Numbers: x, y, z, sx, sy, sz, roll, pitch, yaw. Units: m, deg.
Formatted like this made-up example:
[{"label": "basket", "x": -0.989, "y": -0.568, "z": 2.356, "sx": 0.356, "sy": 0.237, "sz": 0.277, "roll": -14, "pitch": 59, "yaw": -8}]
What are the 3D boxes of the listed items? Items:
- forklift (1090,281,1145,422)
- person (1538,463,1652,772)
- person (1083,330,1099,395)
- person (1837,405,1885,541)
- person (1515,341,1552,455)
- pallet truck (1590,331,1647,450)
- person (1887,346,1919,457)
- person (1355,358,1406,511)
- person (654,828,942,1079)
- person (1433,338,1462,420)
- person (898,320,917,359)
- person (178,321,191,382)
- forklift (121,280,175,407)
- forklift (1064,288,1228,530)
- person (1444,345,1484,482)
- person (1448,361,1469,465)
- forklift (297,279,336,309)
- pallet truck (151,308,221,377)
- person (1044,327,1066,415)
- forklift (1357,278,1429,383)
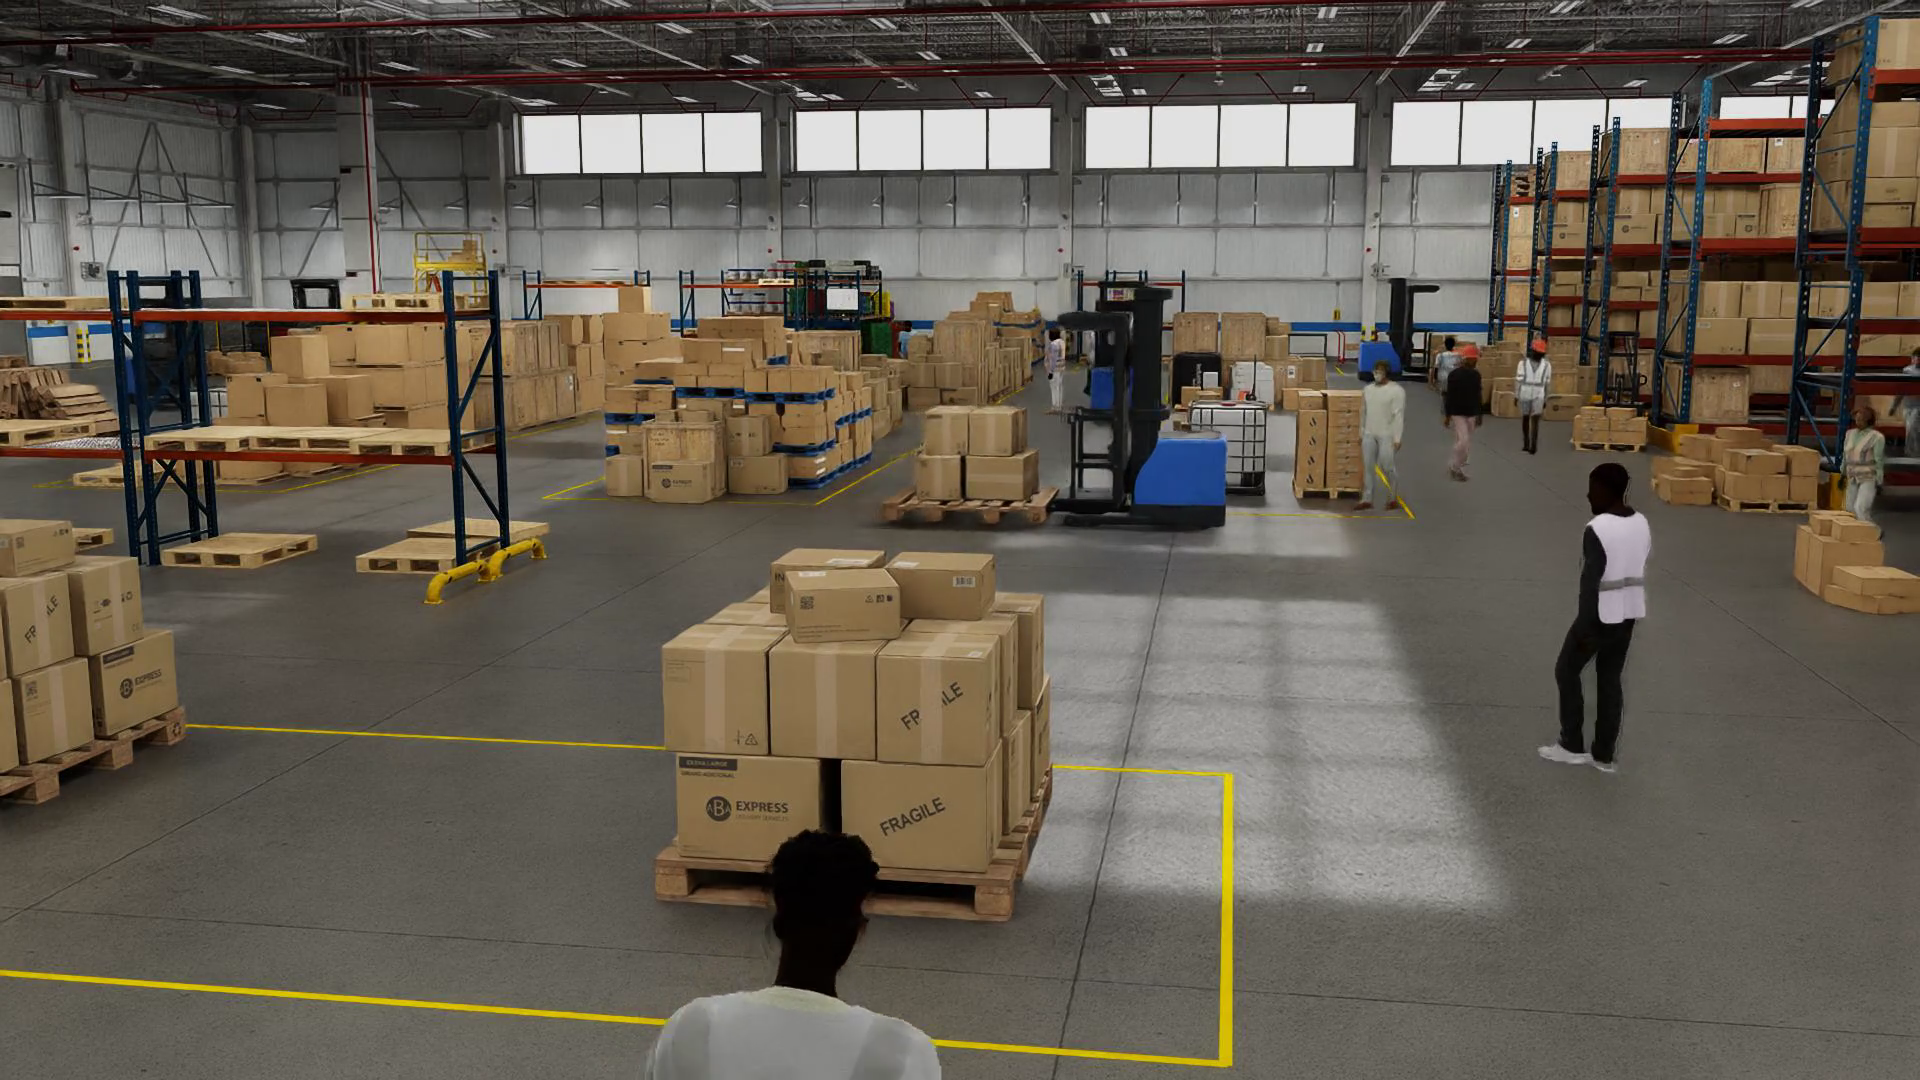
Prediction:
[{"label": "forklift", "x": 3.223, "y": -3.805, "z": 33.382, "sx": 1.129, "sy": 2.768, "sz": 1.873, "roll": 1, "pitch": 9, "yaw": 9}, {"label": "person", "x": 3.875, "y": 0.460, "z": 10.127, "sx": 0.656, "sy": 1.893, "sz": 0.617, "roll": -5, "pitch": 10, "yaw": -26}, {"label": "person", "x": 3.255, "y": -4.401, "z": 40.105, "sx": 0.557, "sy": 1.886, "sz": 0.988, "roll": -2, "pitch": 9, "yaw": -11}, {"label": "person", "x": 9.599, "y": -0.621, "z": 17.585, "sx": 0.490, "sy": 1.619, "sz": 0.537, "roll": -2, "pitch": 9, "yaw": -12}, {"label": "person", "x": 9.525, "y": -2.373, "z": 27.656, "sx": 0.551, "sy": 1.877, "sz": 1.050, "roll": 3, "pitch": 10, "yaw": 18}, {"label": "pallet truck", "x": 11.253, "y": -2.573, "z": 28.499, "sx": 0.823, "sy": 1.965, "sz": 1.885, "roll": 5, "pitch": 10, "yaw": 27}, {"label": "person", "x": 14.191, "y": -1.936, "z": 24.857, "sx": 0.888, "sy": 1.905, "sz": 0.641, "roll": -2, "pitch": 9, "yaw": -12}, {"label": "person", "x": 5.295, "y": -1.324, "z": 21.007, "sx": 0.397, "sy": 1.945, "sz": 0.632, "roll": -8, "pitch": 12, "yaw": -41}, {"label": "person", "x": -0.380, "y": 1.562, "z": 3.307, "sx": 0.640, "sy": 1.908, "sz": 0.965, "roll": 3, "pitch": 10, "yaw": 16}, {"label": "person", "x": 9.951, "y": -3.291, "z": 33.977, "sx": 0.551, "sy": 1.644, "sz": 0.860, "roll": 1, "pitch": 9, "yaw": 3}, {"label": "person", "x": -1.409, "y": -5.095, "z": 44.978, "sx": 0.530, "sy": 1.696, "sz": 0.322, "roll": 0, "pitch": 9, "yaw": -1}, {"label": "person", "x": -21.208, "y": -5.239, "z": 45.334, "sx": 0.764, "sy": 1.876, "sz": 0.400, "roll": 9, "pitch": 13, "yaw": 44}, {"label": "forklift", "x": -17.898, "y": -4.386, "z": 36.966, "sx": 1.129, "sy": 2.768, "sz": 1.873, "roll": -8, "pitch": 12, "yaw": -41}, {"label": "forklift", "x": 2.234, "y": -1.584, "z": 19.680, "sx": 1.873, "sy": 2.768, "sz": 1.129, "roll": 1, "pitch": 9, "yaw": 9}, {"label": "person", "x": 7.238, "y": -1.798, "z": 23.775, "sx": 0.647, "sy": 1.972, "sz": 0.535, "roll": -5, "pitch": 11, "yaw": -29}, {"label": "person", "x": 7.834, "y": -1.983, "z": 25.989, "sx": 0.319, "sy": 1.631, "sz": 0.524, "roll": -1, "pitch": 9, "yaw": -3}, {"label": "forklift", "x": -16.002, "y": -5.128, "z": 41.544, "sx": 1.129, "sy": 2.768, "sz": 1.873, "roll": -3, "pitch": 10, "yaw": -18}, {"label": "pallet truck", "x": -21.869, "y": -5.598, "z": 47.154, "sx": 0.823, "sy": 1.965, "sz": 1.885, "roll": 4, "pitch": 10, "yaw": 26}, {"label": "person", "x": 1.993, "y": -3.560, "z": 35.068, "sx": 0.429, "sy": 1.844, "sz": 0.627, "roll": 3, "pitch": 10, "yaw": 18}, {"label": "forklift", "x": 11.766, "y": -5.675, "z": 44.915, "sx": 1.873, "sy": 2.768, "sz": 1.129, "roll": 1, "pitch": 9, "yaw": 9}]
